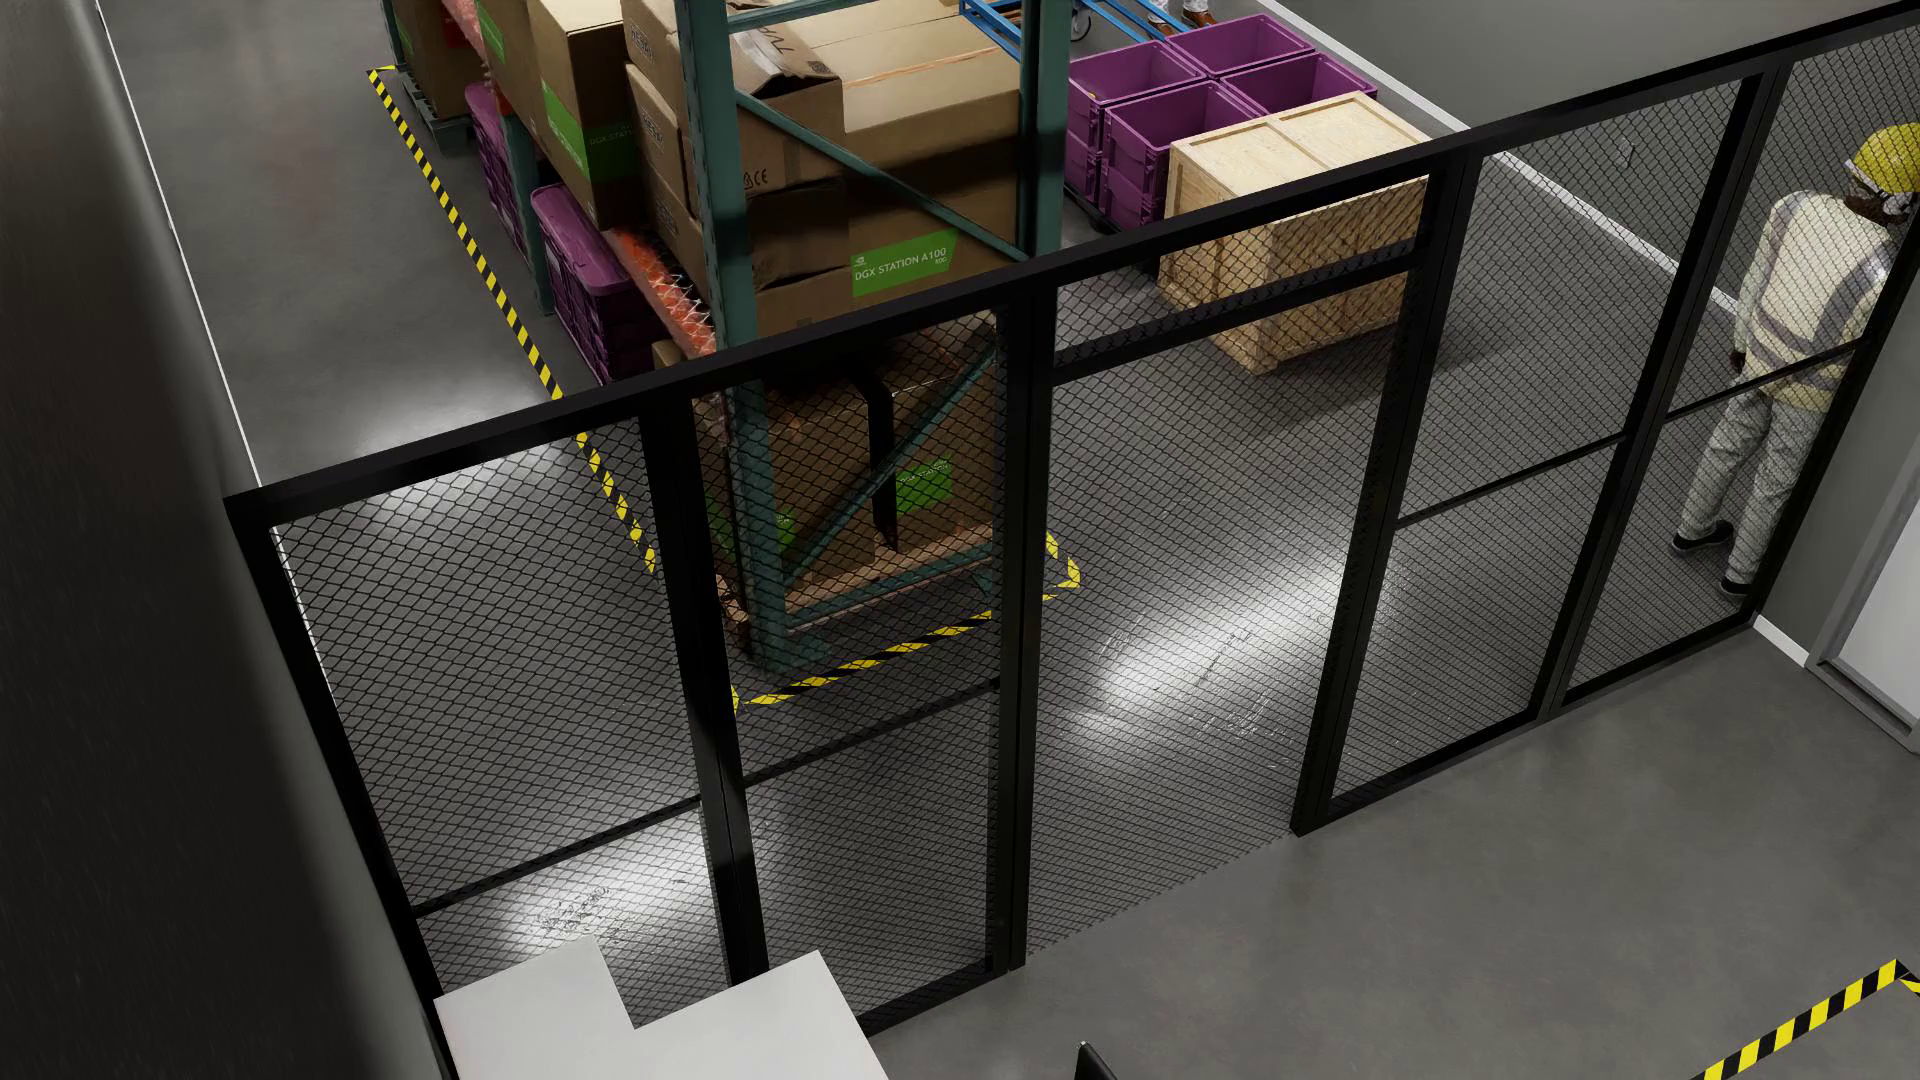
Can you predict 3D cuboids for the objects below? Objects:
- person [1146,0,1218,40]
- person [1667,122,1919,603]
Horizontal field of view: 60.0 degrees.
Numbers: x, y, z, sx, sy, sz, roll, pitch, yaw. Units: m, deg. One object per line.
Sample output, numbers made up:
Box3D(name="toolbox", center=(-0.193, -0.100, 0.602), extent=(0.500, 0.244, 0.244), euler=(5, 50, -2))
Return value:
Box3D(name="person", center=(1.286, -3.621, 8.907), extent=(0.633, 1.938, 0.356), euler=(-21, 47, -22))
Box3D(name="person", center=(2.873, -0.578, 5.655), extent=(0.404, 1.829, 0.600), euler=(-14, 44, -15))
